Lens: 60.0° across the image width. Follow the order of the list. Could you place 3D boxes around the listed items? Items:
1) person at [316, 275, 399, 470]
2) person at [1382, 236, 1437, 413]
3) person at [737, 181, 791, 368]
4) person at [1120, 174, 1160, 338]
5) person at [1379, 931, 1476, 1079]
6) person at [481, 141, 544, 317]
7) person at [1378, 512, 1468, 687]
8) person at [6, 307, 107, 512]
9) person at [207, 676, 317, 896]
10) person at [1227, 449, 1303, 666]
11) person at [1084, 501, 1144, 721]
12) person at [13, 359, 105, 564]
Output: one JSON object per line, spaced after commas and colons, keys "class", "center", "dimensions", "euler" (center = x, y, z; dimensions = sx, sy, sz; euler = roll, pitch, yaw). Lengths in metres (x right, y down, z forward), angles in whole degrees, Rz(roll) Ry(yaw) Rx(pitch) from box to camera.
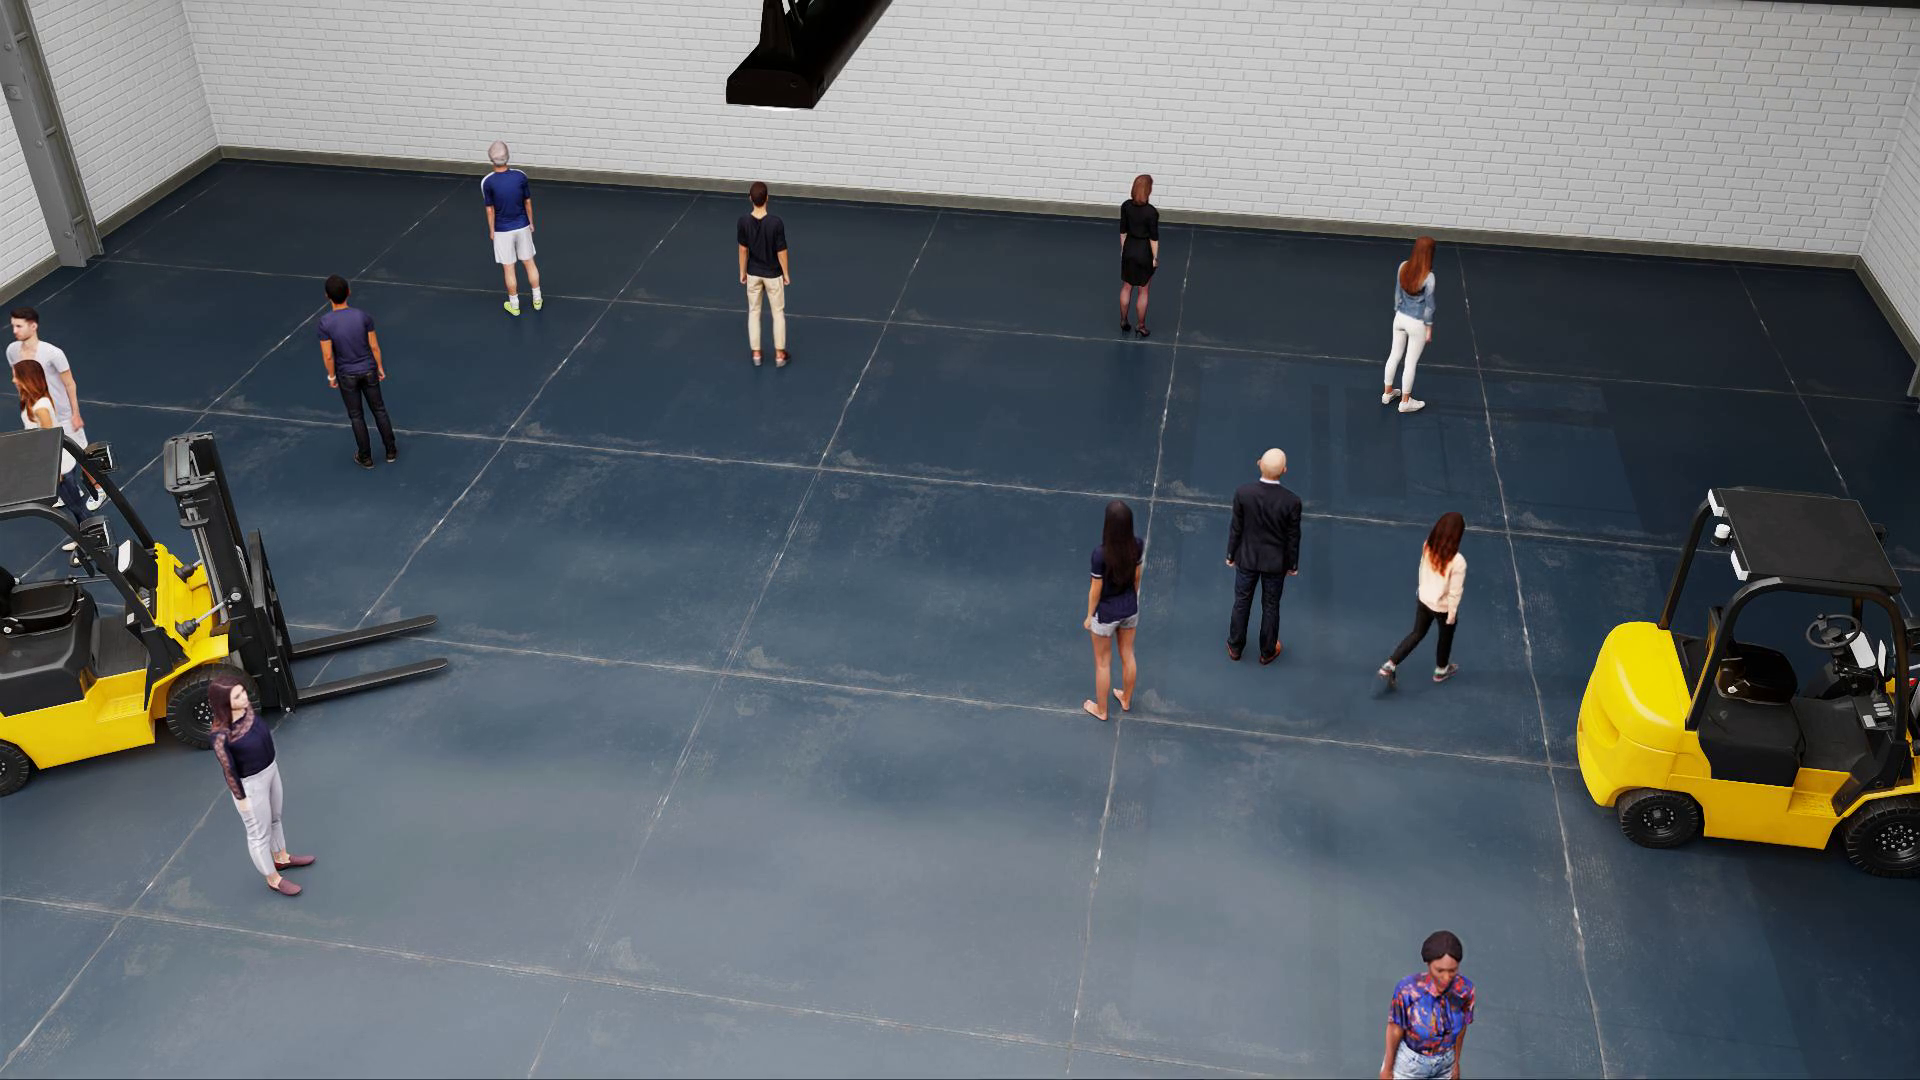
{"class": "person", "center": [-5.277, -1.466, 14.535], "dimensions": [0.708, 1.793, 0.746], "euler": [-18, 37, -24]}
{"class": "person", "center": [4.180, -2.009, 15.434], "dimensions": [0.739, 1.703, 0.674], "euler": [-20, 39, -27]}
{"class": "person", "center": [-1.898, -2.576, 16.153], "dimensions": [0.647, 1.850, 0.563], "euler": [4, 34, 6]}
{"class": "person", "center": [1.789, -2.855, 16.705], "dimensions": [0.658, 1.705, 0.654], "euler": [24, 40, 31]}
{"class": "person", "center": [2.324, 2.637, 8.408], "dimensions": [0.650, 1.743, 0.615], "euler": [-4, 34, -6]}
{"class": "person", "center": [-4.618, -3.218, 17.130], "dimensions": [0.721, 1.839, 0.771], "euler": [-19, 38, -26]}
{"class": "person", "center": [3.368, 0.460, 11.936], "dimensions": [0.980, 1.462, 0.955], "euler": [-18, 38, -25]}
{"class": "person", "center": [-7.592, -1.106, 13.938], "dimensions": [0.674, 1.855, 0.564], "euler": [7, 34, 10]}
{"class": "person", "center": [-4.328, 1.492, 10.252], "dimensions": [0.691, 1.608, 0.530], "euler": [0, 34, 0]}
{"class": "person", "center": [2.204, 0.127, 12.133], "dimensions": [0.700, 1.799, 0.620], "euler": [10, 35, 14]}
{"class": "person", "center": [1.076, 0.503, 11.597], "dimensions": [0.664, 1.766, 0.700], "euler": [-15, 37, -22]}
{"class": "person", "center": [-7.211, -0.638, 13.297], "dimensions": [0.724, 1.785, 0.669], "euler": [-22, 39, -29]}
